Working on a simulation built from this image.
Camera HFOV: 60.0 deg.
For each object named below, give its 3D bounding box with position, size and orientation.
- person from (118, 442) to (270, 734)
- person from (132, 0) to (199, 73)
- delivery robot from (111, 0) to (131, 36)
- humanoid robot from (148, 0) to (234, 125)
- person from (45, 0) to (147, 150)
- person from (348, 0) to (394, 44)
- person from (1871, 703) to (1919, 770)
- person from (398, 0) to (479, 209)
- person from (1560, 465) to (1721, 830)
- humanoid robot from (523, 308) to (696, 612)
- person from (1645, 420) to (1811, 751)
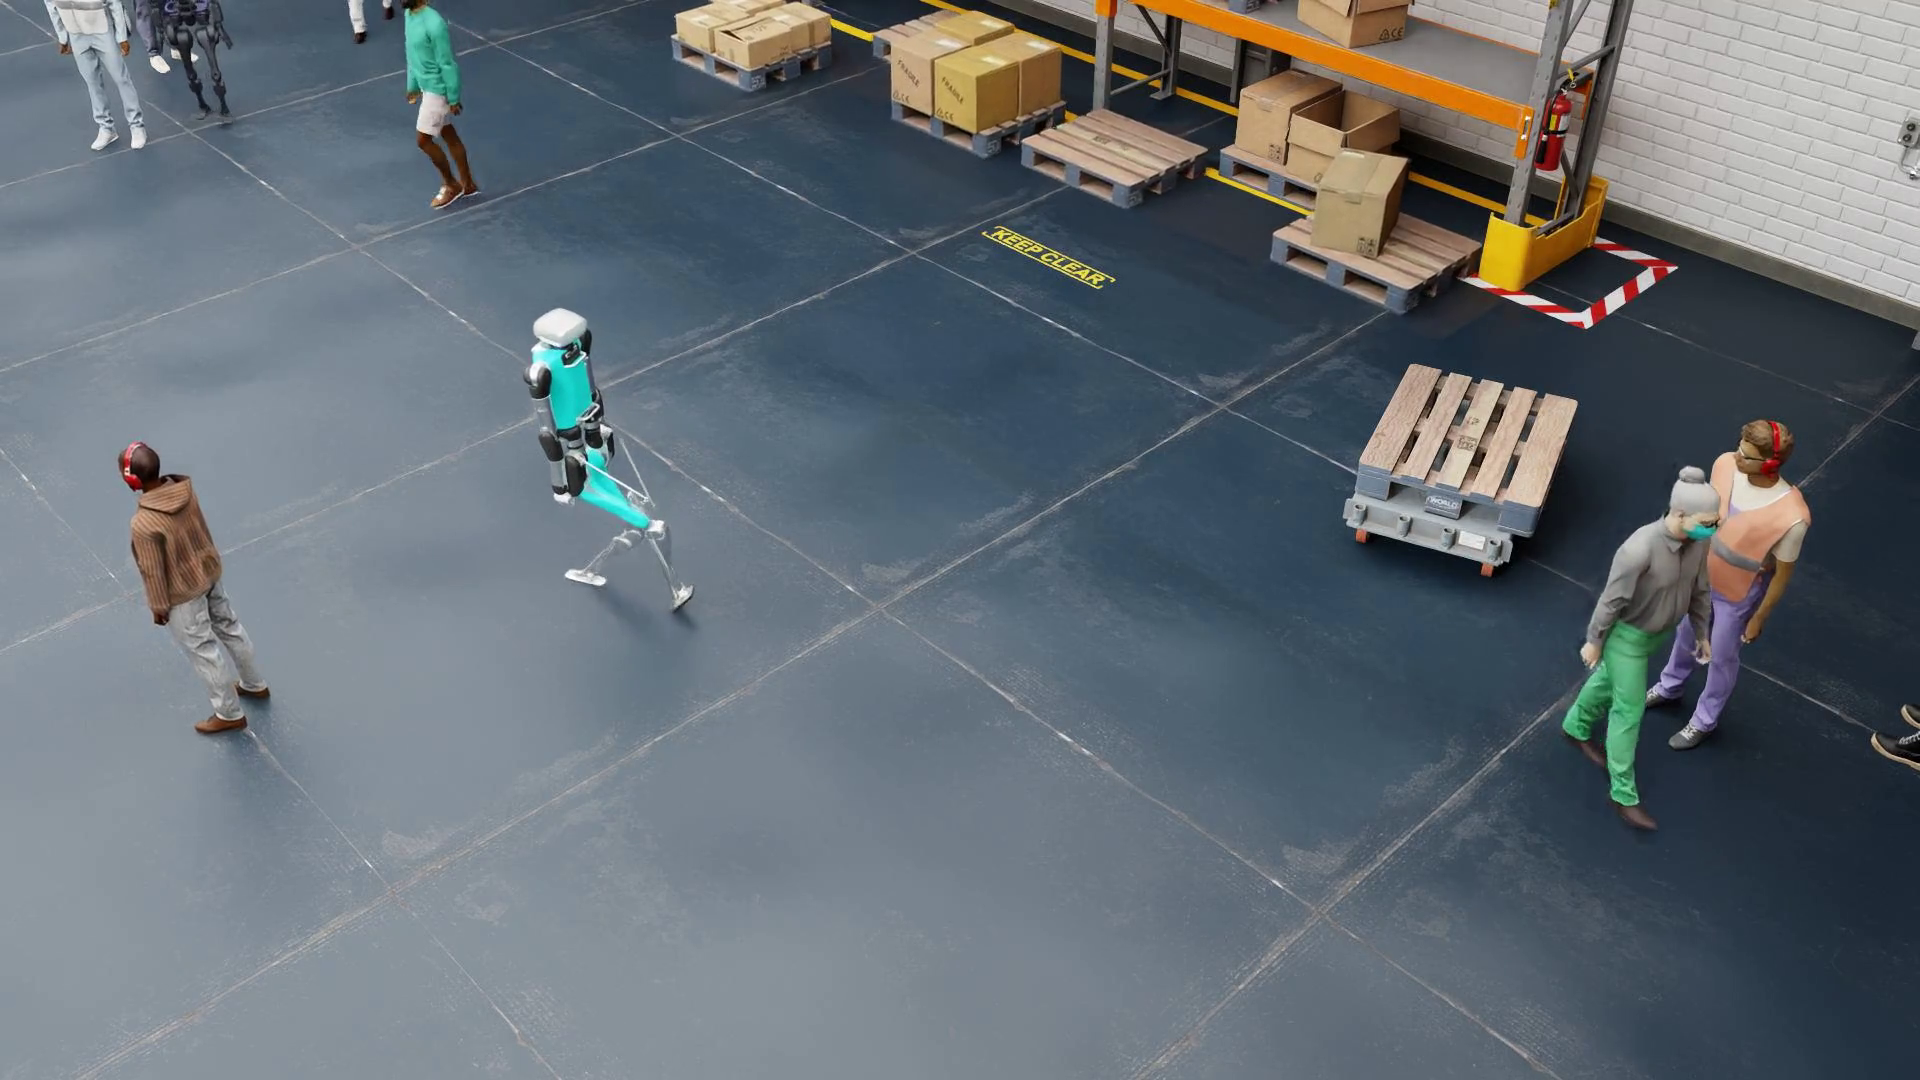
[{"bbox_3d":[-3.736,0.225,8.090,0.308,1.646,0.466,7,38,9],"label":"person"},{"bbox_3d":[-7.431,-5.241,15.146,0.409,1.865,0.821,19,41,24],"label":"person"},{"bbox_3d":[-8.403,-5.223,16.212,0.499,0.595,0.783,-12,39,-15],"label":"delivery robot"},{"bbox_3d":[-6.557,-4.386,14.180,0.594,1.645,0.392,-9,38,-12],"label":"humanoid robot"},{"bbox_3d":[-7.134,-4.169,13.685,0.588,1.919,0.396,0,37,0],"label":"person"},{"bbox_3d":[-5.768,-5.751,15.925,0.540,1.748,0.903,-3,37,-3],"label":"person"},{"bbox_3d":[4.805,0.267,7.773,0.605,1.965,0.373,-24,43,-28],"label":"person"},{"bbox_3d":[-4.113,-3.451,12.805,0.591,1.827,0.516,-22,42,-26],"label":"person"},{"bbox_3d":[3.217,0.469,7.625,0.516,1.815,0.836,-21,42,-26],"label":"person"},{"bbox_3d":[-1.763,-0.362,8.825,1.003,1.778,0.530,11,38,14],"label":"humanoid robot"},{"bbox_3d":[3.672,0.211,7.948,0.374,1.840,0.567,-12,39,-16],"label":"person"}]
